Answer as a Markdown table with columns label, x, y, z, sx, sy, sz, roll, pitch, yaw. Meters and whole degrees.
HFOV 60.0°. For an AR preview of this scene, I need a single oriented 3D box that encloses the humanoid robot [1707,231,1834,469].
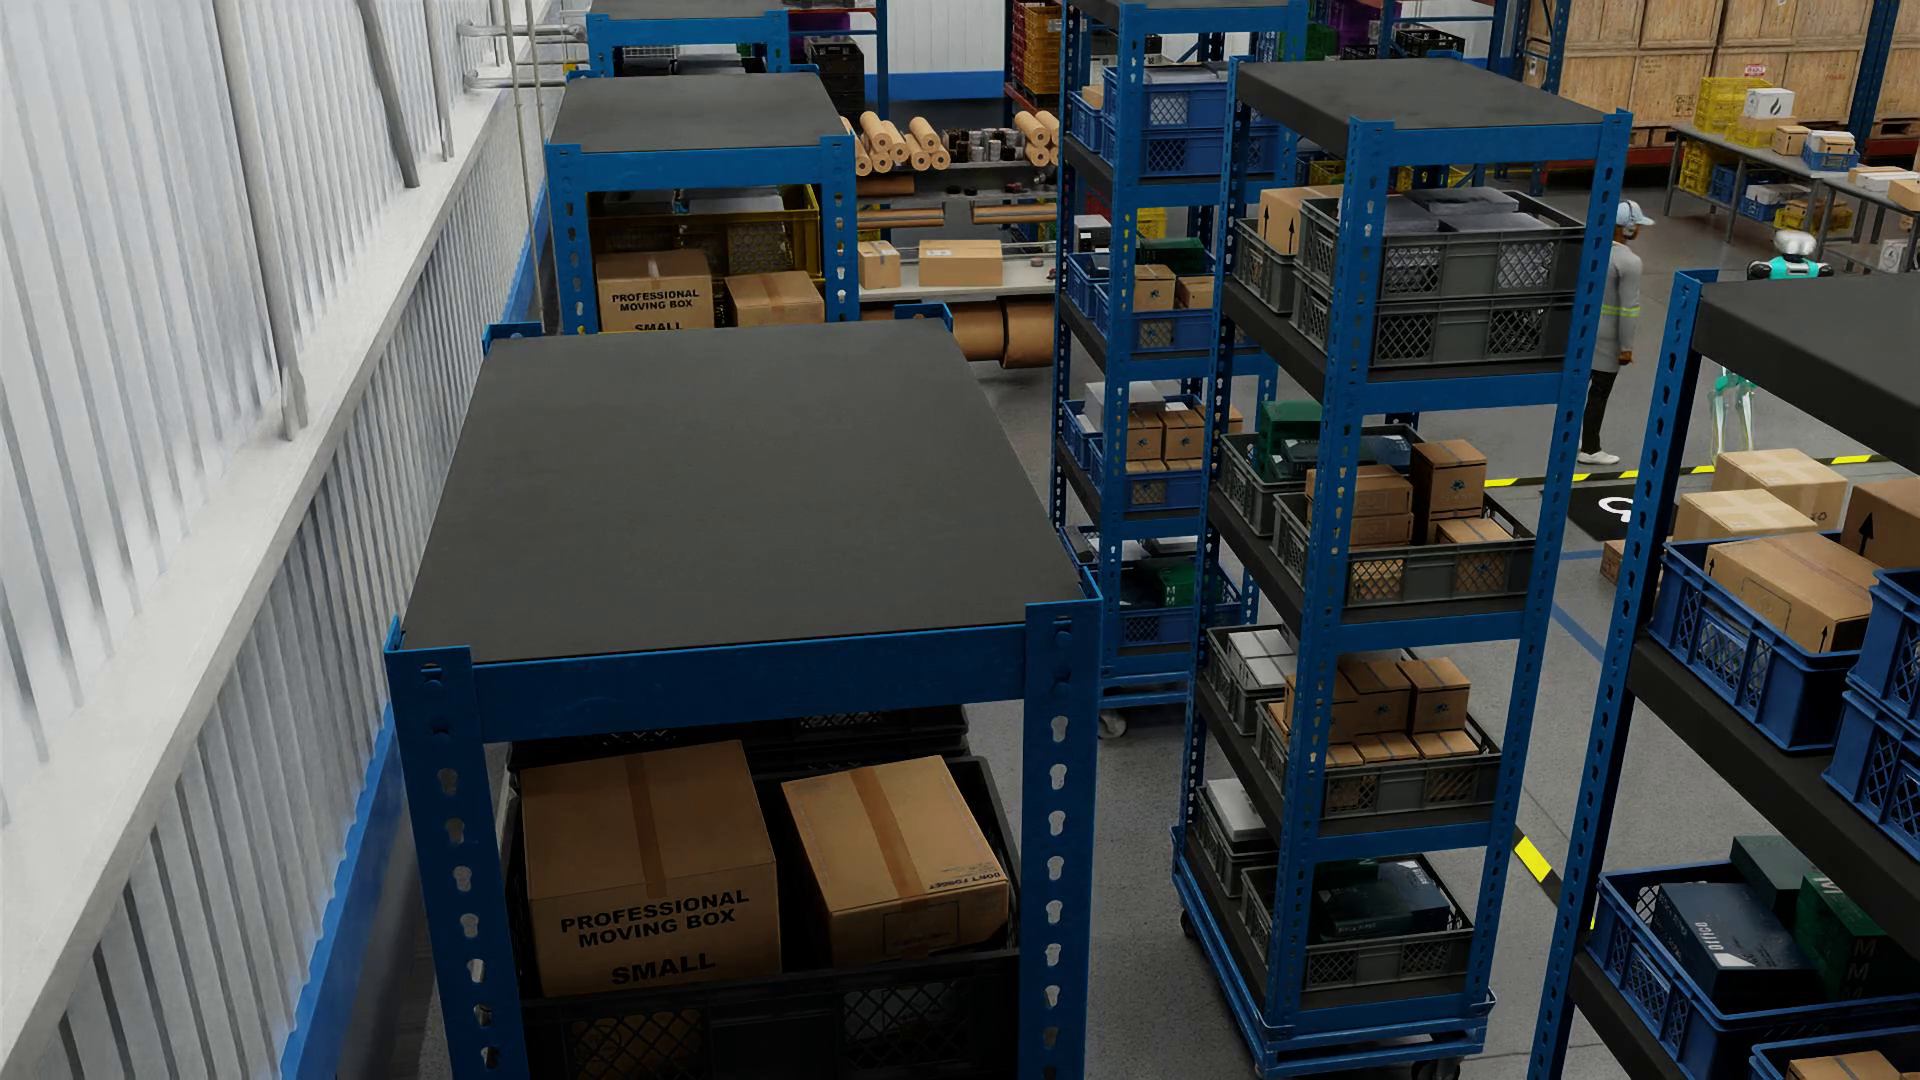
| label | x | y | z | sx | sy | sz | roll | pitch | yaw |
| --- | --- | --- | --- | --- | --- | --- | --- | --- | --- |
| humanoid robot | 5.366 | -1.299 | 11.210 | 0.533 | 1.672 | 0.735 | 1 | 25 | 2 |

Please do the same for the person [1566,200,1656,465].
| label | x | y | z | sx | sy | sz | roll | pitch | yaw |
| --- | --- | --- | --- | --- | --- | --- | --- | --- | --- |
| person | 4.481 | -1.438 | 11.531 | 0.393 | 1.849 | 0.596 | -8 | 26 | -17 |
